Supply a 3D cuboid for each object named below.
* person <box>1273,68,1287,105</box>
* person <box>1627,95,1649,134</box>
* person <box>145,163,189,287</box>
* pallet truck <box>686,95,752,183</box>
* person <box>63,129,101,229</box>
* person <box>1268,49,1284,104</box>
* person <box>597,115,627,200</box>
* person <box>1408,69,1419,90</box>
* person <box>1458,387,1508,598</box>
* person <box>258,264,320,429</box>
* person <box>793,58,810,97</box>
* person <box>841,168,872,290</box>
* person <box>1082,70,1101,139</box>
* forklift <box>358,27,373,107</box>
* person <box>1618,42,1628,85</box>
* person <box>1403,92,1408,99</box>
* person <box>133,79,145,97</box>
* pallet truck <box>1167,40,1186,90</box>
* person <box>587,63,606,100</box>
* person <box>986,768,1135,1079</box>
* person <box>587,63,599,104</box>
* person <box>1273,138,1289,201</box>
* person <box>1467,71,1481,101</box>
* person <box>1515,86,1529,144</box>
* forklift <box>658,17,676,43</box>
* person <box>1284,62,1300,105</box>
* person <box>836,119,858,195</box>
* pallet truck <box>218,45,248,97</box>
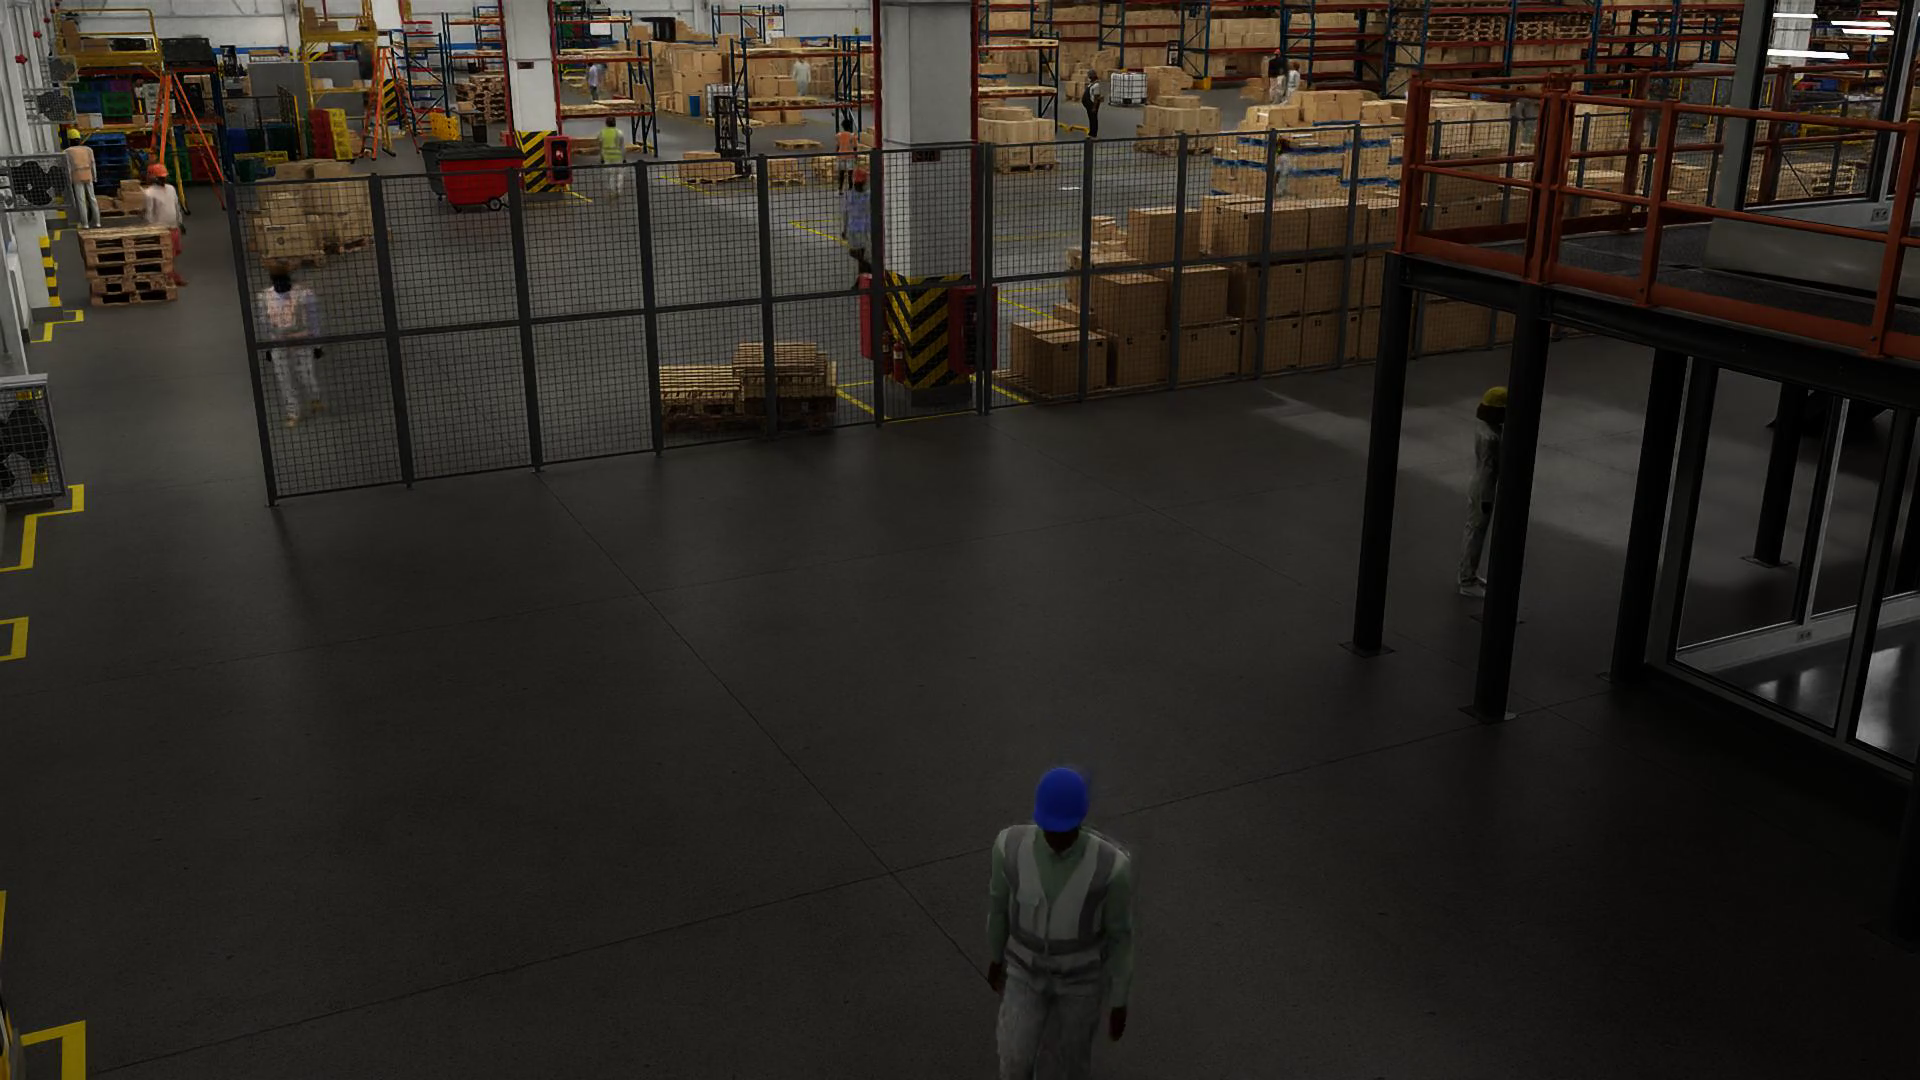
[{"bbox_3d":[11.055,-15.487,57.471,0.682,1.617,0.525,-10,22,-27],"label":"person"},{"bbox_3d":[18.922,-11.765,46.266,0.555,1.908,0.900,-5,20,-14],"label":"person"},{"bbox_3d":[-12.832,-5.065,26.723,0.682,1.971,0.622,5,20,15],"label":"person"},{"bbox_3d":[-5.836,-9.608,39.856,0.823,1.965,1.885,10,22,27],"label":"pallet truck"},{"bbox_3d":[-17.212,-7.066,32.589,0.358,1.930,0.588,14,24,35],"label":"person"},{"bbox_3d":[11.847,-17.354,62.310,0.608,1.996,0.382,6,20,17],"label":"person"},{"bbox_3d":[-7.643,-8.433,36.702,0.658,1.826,0.481,3,19,10],"label":"person"},{"bbox_3d":[14.081,-13.562,51.442,0.553,1.916,0.834,-8,21,-22],"label":"person"},{"bbox_3d":[4.297,-0.401,13.549,0.308,1.743,0.494,5,20,15],"label":"person"},{"bbox_3d":[-7.481,-2.194,18.629,0.641,1.825,0.625,-1,19,-4],"label":"person"},{"bbox_3d":[-5.805,-16.821,60.895,0.639,1.923,0.703,-8,20,-21],"label":"person"},{"bbox_3d":[-1.589,-4.992,26.604,0.560,1.914,0.754,10,21,26],"label":"person"},{"bbox_3d":[3.897,-12.932,49.424,0.537,2.000,0.679,-3,19,-7],"label":"person"},{"bbox_3d":[-21.672,-17.492,61.376,1.129,2.768,1.873,16,25,38],"label":"forklift"},{"bbox_3d":[28.783,-20.597,71.946,0.430,1.844,0.623,-14,23,-34],"label":"person"},{"bbox_3d":[12.738,-11.922,46.724,0.612,1.897,0.633,3,19,10],"label":"person"},{"bbox_3d":[-25.282,-13.409,51.429,0.517,1.633,0.314,7,20,19],"label":"person"},{"bbox_3d":[9.045,-19.971,69.895,0.823,1.965,1.885,-3,19,-8],"label":"pallet truck"},{"bbox_3d":[-13.213,-16.664,60.487,0.651,1.890,1.034,-15,24,-36],"label":"person"},{"bbox_3d":[0.383,1.829,6.804,0.652,1.920,0.718,5,20,15],"label":"person"},{"bbox_3d":[-13.018,-16.146,58.916,0.384,1.922,0.593,-9,21,-24],"label":"person"},{"bbox_3d":[6.089,-6.675,31.572,0.536,1.852,0.543,13,23,33],"label":"person"},{"bbox_3d":[16.948,-14.572,54.737,0.534,1.668,0.795,-6,20,-16],"label":"person"},{"bbox_3d":[15.507,-11.551,45.752,0.671,1.834,0.540,3,19,9],"label":"person"},{"bbox_3d":[-12.797,-21.541,73.113,1.873,2.768,1.129,8,21,23],"label":"forklift"},{"bbox_3d":[11.329,-15.383,56.823,0.774,1.861,0.609,-11,22,-29],"label":"person"},{"bbox_3d":[-2.532,-8.602,37.405,0.548,1.688,0.326,7,20,20],"label":"person"},{"bbox_3d":[-28.879,-18.665,66.111,0.823,1.965,1.885,-3,19,-9],"label":"pallet truck"}]
